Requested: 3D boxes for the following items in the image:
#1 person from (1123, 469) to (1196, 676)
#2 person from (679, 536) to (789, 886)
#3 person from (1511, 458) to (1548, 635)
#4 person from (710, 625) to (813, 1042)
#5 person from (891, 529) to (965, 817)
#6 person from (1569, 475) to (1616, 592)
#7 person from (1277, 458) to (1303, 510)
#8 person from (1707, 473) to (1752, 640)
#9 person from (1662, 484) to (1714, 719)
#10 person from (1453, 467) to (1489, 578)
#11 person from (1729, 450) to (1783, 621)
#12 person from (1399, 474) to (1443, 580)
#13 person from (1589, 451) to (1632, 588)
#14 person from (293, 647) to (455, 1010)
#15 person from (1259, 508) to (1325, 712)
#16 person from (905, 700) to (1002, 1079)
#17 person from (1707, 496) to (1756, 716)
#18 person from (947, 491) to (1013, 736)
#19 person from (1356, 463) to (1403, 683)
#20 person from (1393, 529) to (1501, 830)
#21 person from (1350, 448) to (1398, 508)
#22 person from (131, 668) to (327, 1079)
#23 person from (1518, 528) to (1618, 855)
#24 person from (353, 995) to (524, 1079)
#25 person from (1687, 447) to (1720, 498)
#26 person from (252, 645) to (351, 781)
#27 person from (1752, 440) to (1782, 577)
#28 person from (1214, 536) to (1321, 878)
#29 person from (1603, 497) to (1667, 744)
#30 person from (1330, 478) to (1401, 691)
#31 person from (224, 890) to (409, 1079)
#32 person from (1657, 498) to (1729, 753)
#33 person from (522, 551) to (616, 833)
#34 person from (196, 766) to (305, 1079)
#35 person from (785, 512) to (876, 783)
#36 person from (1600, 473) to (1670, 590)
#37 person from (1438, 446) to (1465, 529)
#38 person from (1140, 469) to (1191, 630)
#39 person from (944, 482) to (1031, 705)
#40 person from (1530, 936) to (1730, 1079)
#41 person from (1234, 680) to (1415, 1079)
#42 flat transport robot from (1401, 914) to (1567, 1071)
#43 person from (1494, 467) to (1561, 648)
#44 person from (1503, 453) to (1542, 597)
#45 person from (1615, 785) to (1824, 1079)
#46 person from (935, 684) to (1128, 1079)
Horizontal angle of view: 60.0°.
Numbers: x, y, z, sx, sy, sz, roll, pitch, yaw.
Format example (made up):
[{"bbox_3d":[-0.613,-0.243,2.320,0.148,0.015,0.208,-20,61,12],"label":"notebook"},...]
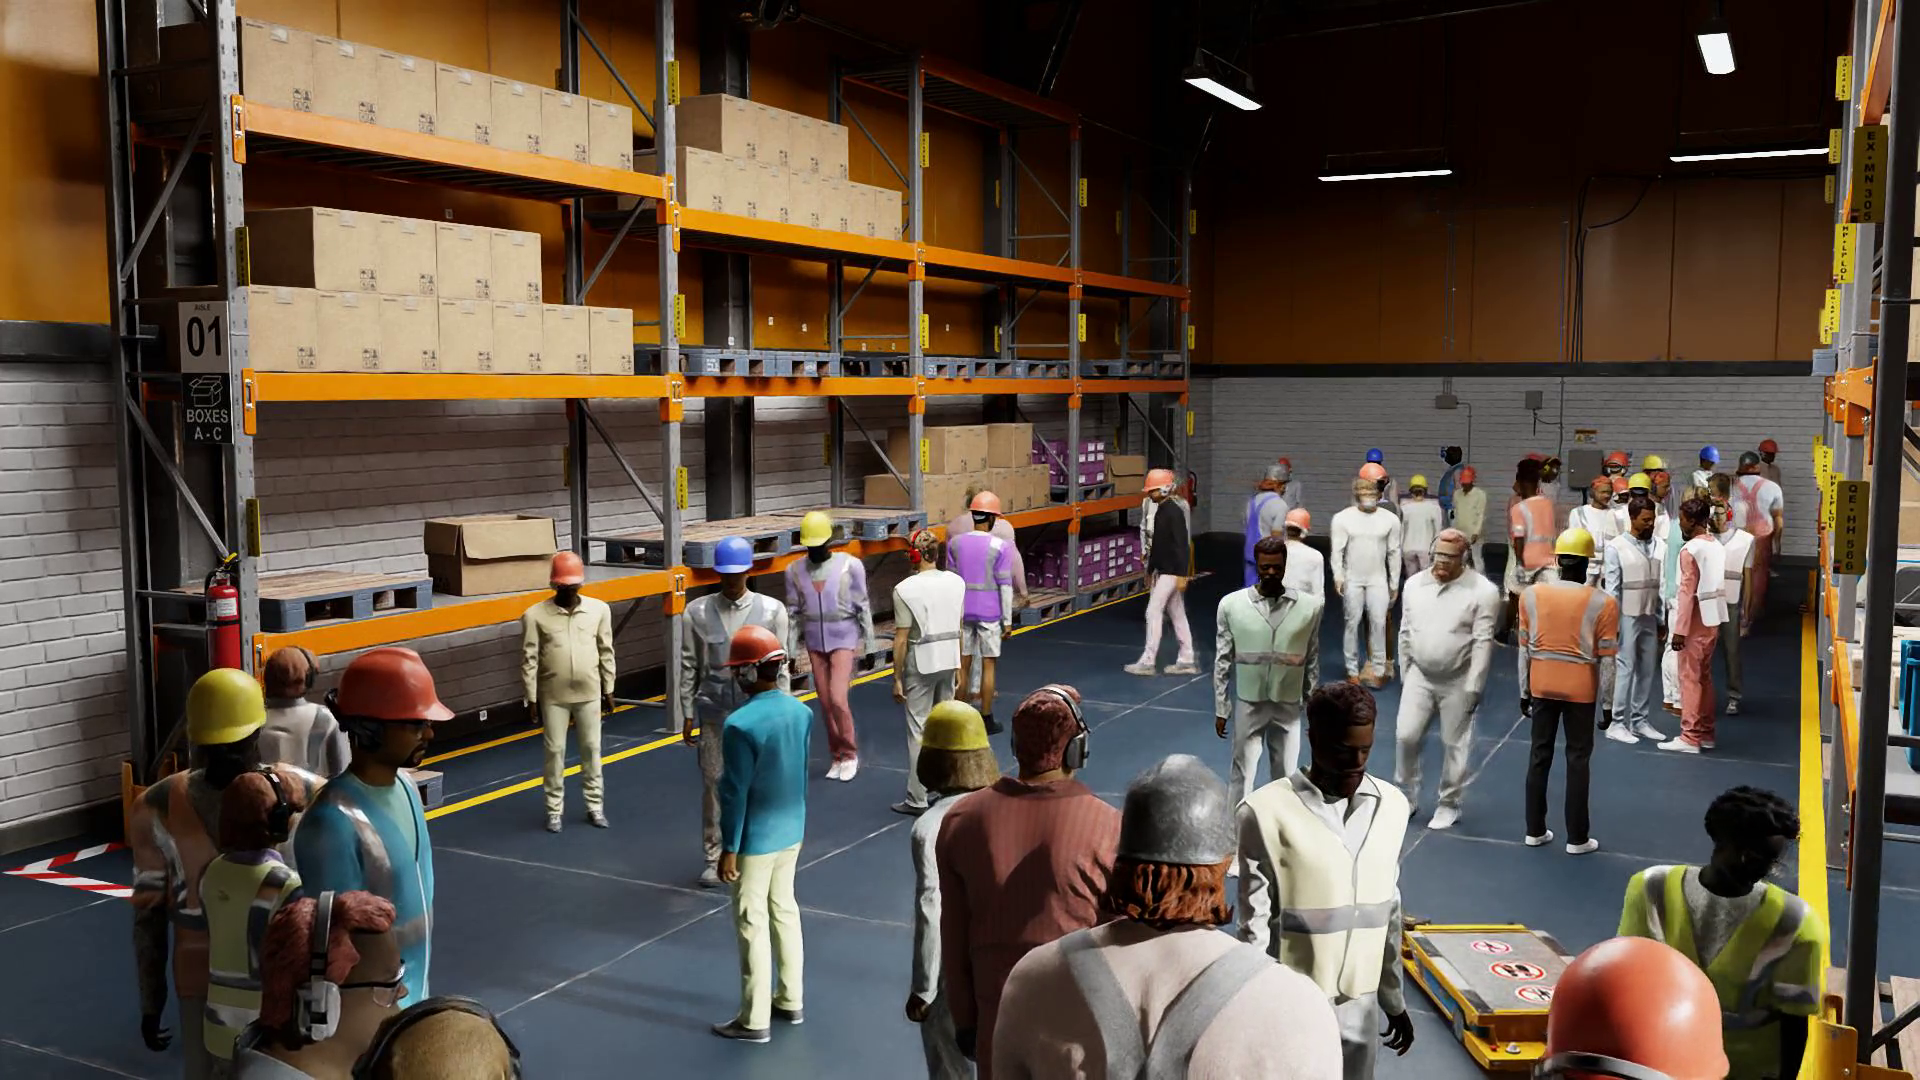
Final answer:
[{"bbox_3d":[1.862,0.309,15.773,0.856,1.954,0.655,0,5,-4],"label":"person"},{"bbox_3d":[-1.237,0.939,9.115,0.606,1.939,0.410,0,5,-2],"label":"person"},{"bbox_3d":[6.253,0.081,18.211,0.365,1.962,0.613,1,5,8],"label":"person"},{"bbox_3d":[-0.852,1.229,7.066,0.352,1.738,0.573,3,6,27],"label":"person"},{"bbox_3d":[-0.194,0.850,10.631,0.560,1.836,0.394,-5,7,-41],"label":"person"},{"bbox_3d":[6.223,0.306,16.261,0.583,1.878,0.346,0,5,-1],"label":"person"},{"bbox_3d":[4.694,-0.345,24.115,0.572,1.715,0.878,3,6,32],"label":"person"},{"bbox_3d":[8.163,0.189,17.902,0.909,1.800,0.546,-1,5,-14],"label":"person"},{"bbox_3d":[6.023,0.508,13.755,0.379,1.940,0.629,1,5,12],"label":"person"},{"bbox_3d":[6.519,-0.093,21.485,0.838,1.699,0.556,-4,7,-37],"label":"person"},{"bbox_3d":[9.116,-0.052,19.236,0.694,2.000,0.641,3,6,26],"label":"person"},{"bbox_3d":[5.226,0.115,19.009,0.532,1.744,0.694,3,6,29],"label":"person"},{"bbox_3d":[7.678,-0.049,19.515,0.621,1.985,0.408,5,7,44],"label":"person"},{"bbox_3d":[-1.607,1.309,4.661,0.405,2.034,0.614,0,5,4],"label":"person"},{"bbox_3d":[2.746,0.598,13.870,0.590,1.733,0.533,3,6,27],"label":"person"},{"bbox_3d":[-0.005,1.382,5.401,0.324,1.740,0.492,4,7,40],"label":"person"},{"bbox_3d":[6.339,0.545,13.934,0.562,1.833,0.374,4,7,35],"label":"person"},{"bbox_3d":[0.167,0.579,13.091,0.553,1.923,0.392,2,6,25],"label":"person"},{"bbox_3d":[3.821,0.302,15.430,0.615,2.038,0.395,-4,7,-38],"label":"person"},{"bbox_3d":[2.948,0.870,10.181,0.652,1.880,0.621,4,7,36],"label":"person"},{"bbox_3d":[5.319,-0.206,21.392,0.616,1.944,0.397,1,5,13],"label":"person"},{"bbox_3d":[-2.187,1.330,5.062,0.589,1.915,0.400,-2,6,-16],"label":"person"},{"bbox_3d":[3.585,0.886,9.828,0.581,1.919,0.394,4,7,38],"label":"person"},{"bbox_3d":[-0.733,1.573,2.361,0.627,1.930,0.368,-4,7,-37],"label":"person"},{"bbox_3d":[10.001,-0.293,22.392,0.606,1.934,0.418,-5,7,-42],"label":"person"},{"bbox_3d":[-2.868,1.266,7.198,0.536,1.624,0.363,0,5,0],"label":"person"},{"bbox_3d":[11.509,-0.446,23.803,0.635,1.984,0.418,-2,6,-22],"label":"person"},{"bbox_3d":[1.720,0.929,9.336,0.596,1.916,0.373,0,5,-2],"label":"person"},{"bbox_3d":[5.200,0.611,12.844,0.598,1.906,0.404,-3,6,-28],"label":"person"},{"bbox_3d":[3.652,0.407,14.991,0.657,1.921,0.642,1,5,9],"label":"person"},{"bbox_3d":[-1.080,1.542,2.866,0.400,1.900,0.646,-1,5,-7],"label":"person"},{"bbox_3d":[5.557,0.641,12.519,0.401,1.907,0.597,5,7,43],"label":"person"},{"bbox_3d":[-2.404,0.930,10.269,0.574,1.742,0.355,-2,6,-25],"label":"person"},{"bbox_3d":[-2.052,1.486,4.902,0.516,1.631,0.314,4,6,35],"label":"person"},{"bbox_3d":[-0.916,0.740,11.527,0.621,1.880,0.533,2,6,19],"label":"person"},{"bbox_3d":[6.517,0.308,16.067,0.605,1.909,0.397,1,5,11],"label":"person"},{"bbox_3d":[7.406,-0.490,25.008,0.429,1.844,0.627,1,5,8],"label":"person"},{"bbox_3d":[2.302,0.111,18.708,0.610,1.821,0.415,3,6,33],"label":"person"},{"bbox_3d":[0.233,0.456,14.427,0.724,1.910,0.581,3,6,30],"label":"person"},{"bbox_3d":[0.915,1.543,2.333,0.623,1.989,0.399,2,6,21],"label":"person"},{"bbox_3d":[1.058,1.347,4.870,0.587,1.914,0.391,-3,6,-26],"label":"person"},{"bbox_3d":[2.385,1.938,7.239,0.652,0.197,1.431,0,5,-1],"label":"flat transport robot"},{"bbox_3d":[5.856,0.207,17.125,0.619,1.907,0.999,-2,6,-16],"label":"person"},{"bbox_3d":[7.470,-0.190,21.584,0.931,1.905,0.540,-2,6,-18],"label":"person"},{"bbox_3d":[2.110,1.485,4.681,0.549,1.674,0.359,5,7,42],"label":"person"},{"bbox_3d":[0.262,1.361,4.748,0.639,1.908,0.409,2,6,24],"label":"person"}]
